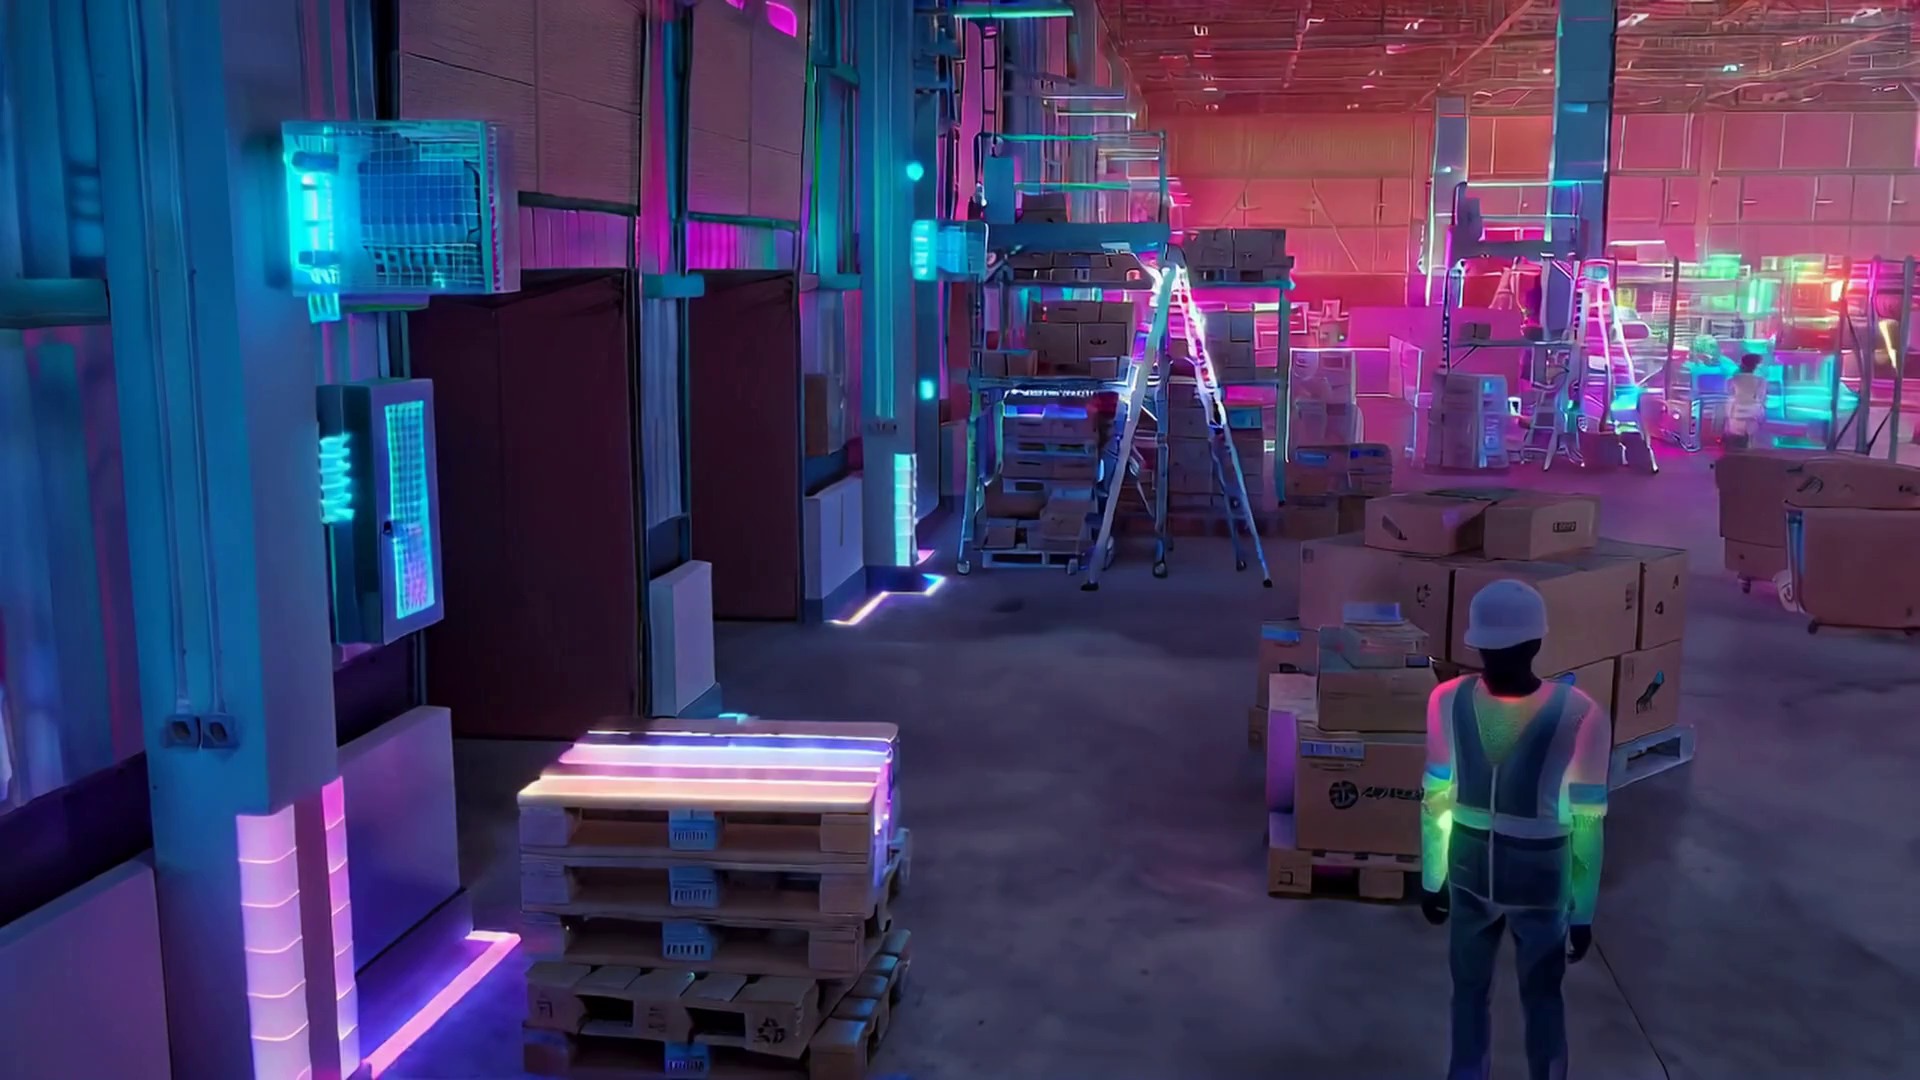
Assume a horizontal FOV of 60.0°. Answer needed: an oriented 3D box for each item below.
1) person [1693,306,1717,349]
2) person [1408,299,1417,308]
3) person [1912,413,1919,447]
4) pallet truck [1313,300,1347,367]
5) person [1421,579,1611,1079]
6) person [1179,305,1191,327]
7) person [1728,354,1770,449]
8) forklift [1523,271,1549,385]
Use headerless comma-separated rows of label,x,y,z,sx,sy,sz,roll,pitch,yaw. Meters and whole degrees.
person,19.372,-5.128,43.296,0.551,1.934,0.373,-1,9,-3
person,14.718,-6.878,54.115,0.645,1.926,0.435,4,10,23
person,15.656,-2.355,26.828,0.334,1.737,0.486,9,13,43
pallet truck,11.159,-6.200,49.718,0.823,1.965,1.885,4,10,26
person,1.694,1.062,5.183,0.586,1.918,0.398,8,12,40
person,6.109,-5.363,44.774,0.544,1.930,0.388,-7,11,-36
person,10.896,-1.719,23.004,0.535,1.699,0.318,3,10,20
forklift,14.663,-5.273,41.289,1.129,2.768,1.873,3,10,16
